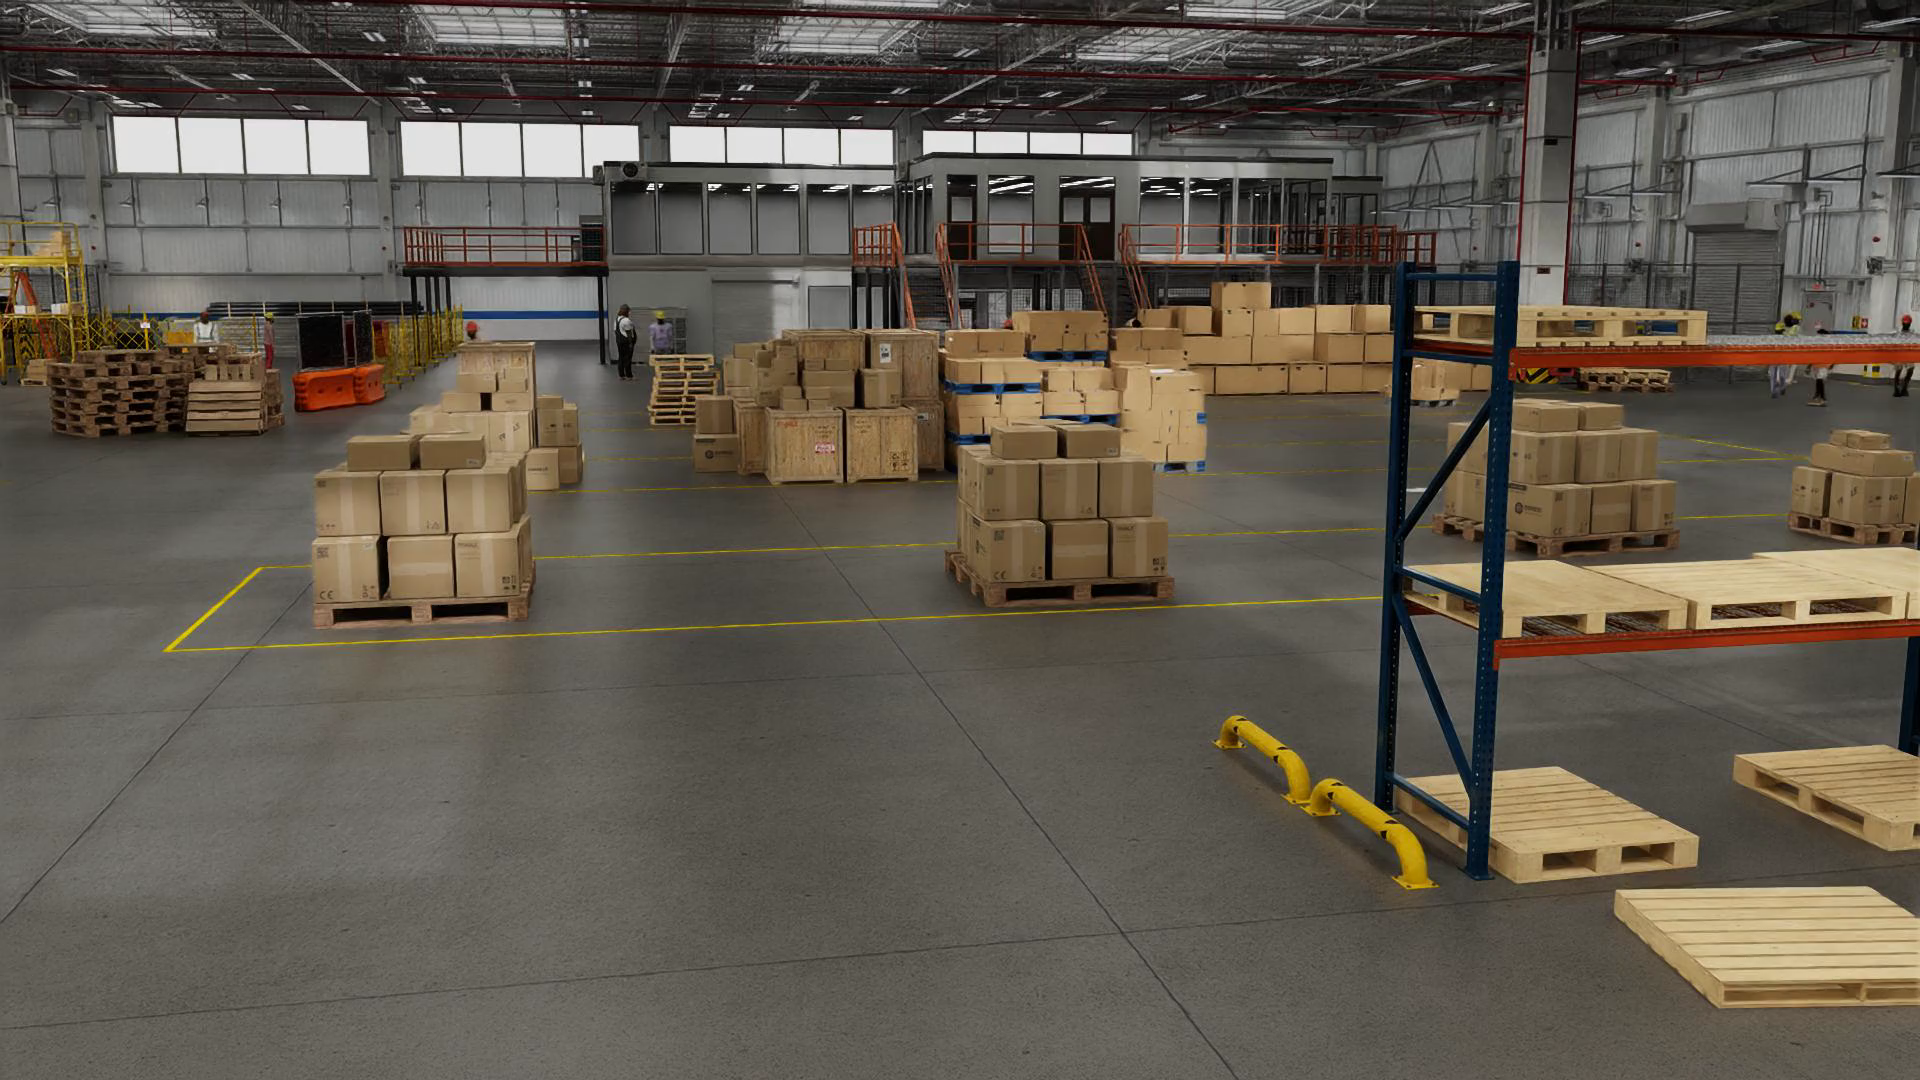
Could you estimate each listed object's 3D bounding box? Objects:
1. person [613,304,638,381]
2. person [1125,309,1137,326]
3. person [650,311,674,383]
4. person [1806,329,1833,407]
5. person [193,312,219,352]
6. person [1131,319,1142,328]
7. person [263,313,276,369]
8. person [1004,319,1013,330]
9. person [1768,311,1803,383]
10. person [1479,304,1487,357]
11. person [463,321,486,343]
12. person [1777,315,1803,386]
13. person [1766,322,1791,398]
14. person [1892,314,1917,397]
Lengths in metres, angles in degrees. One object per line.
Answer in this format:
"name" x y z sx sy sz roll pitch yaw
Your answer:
"person" -8.844 -5.246 44.154 0.538 2.000 0.688 -9 13 -42
"person" 4.558 -5.028 43.141 0.391 1.938 0.631 -9 13 -44
"person" -7.825 -5.079 43.693 0.597 1.872 1.021 -2 10 -12
"person" 18.418 -3.687 35.753 0.787 1.661 0.553 -3 10 -19
"person" -19.703 -5.028 43.495 0.580 1.836 1.004 -2 10 -13
"person" 3.864 -3.919 36.585 0.528 1.869 0.313 0 9 -2
"person" -19.052 -5.400 45.957 0.341 1.756 0.519 -8 12 -40
"person" 0.991 -3.244 32.020 0.652 2.020 0.507 8 12 42
"person" 21.520 -5.026 43.325 0.756 1.875 0.655 8 12 40
"person" 14.326 -5.470 45.656 0.377 1.995 0.608 0 9 -3
"person" -9.851 -3.506 33.943 0.548 1.916 0.796 4 10 22
"person" 20.950 -4.785 42.099 0.634 1.792 0.958 8 12 40
"person" 18.768 -4.119 38.135 0.548 1.751 0.399 8 12 39
"person" 21.804 -4.245 38.408 0.573 1.914 0.581 1 9 4
